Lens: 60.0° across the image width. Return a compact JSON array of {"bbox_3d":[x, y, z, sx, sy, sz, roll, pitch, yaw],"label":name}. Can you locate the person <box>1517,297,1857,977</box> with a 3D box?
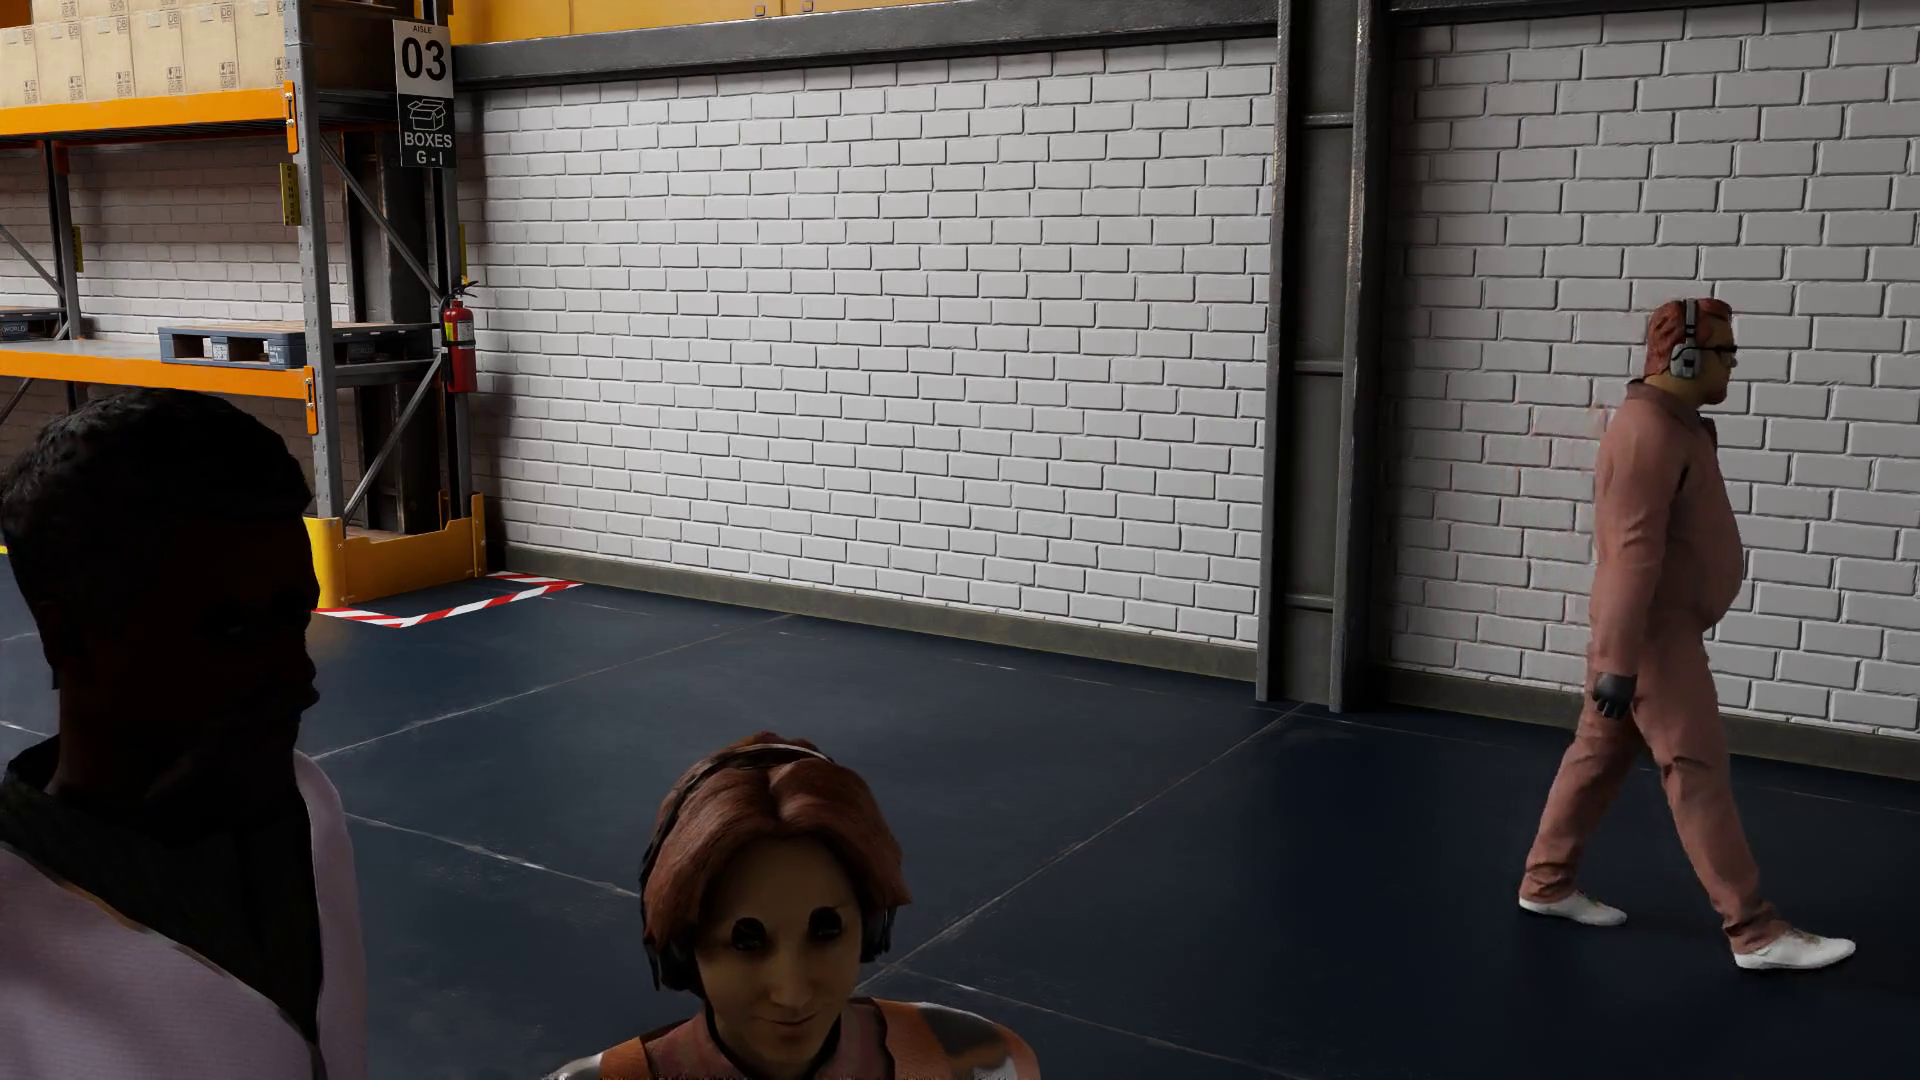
[{"bbox_3d":[2.046,0.267,4.651,0.900,1.862,0.672,4,11,22],"label":"person"}]

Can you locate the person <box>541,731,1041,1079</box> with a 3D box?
[{"bbox_3d":[-0.155,0.958,1.433,0.516,1.640,0.314,-4,11,-23],"label":"person"}]

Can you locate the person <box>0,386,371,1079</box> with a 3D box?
[{"bbox_3d":[-0.647,0.832,1.368,0.369,1.915,0.597,0,10,2],"label":"person"}]
